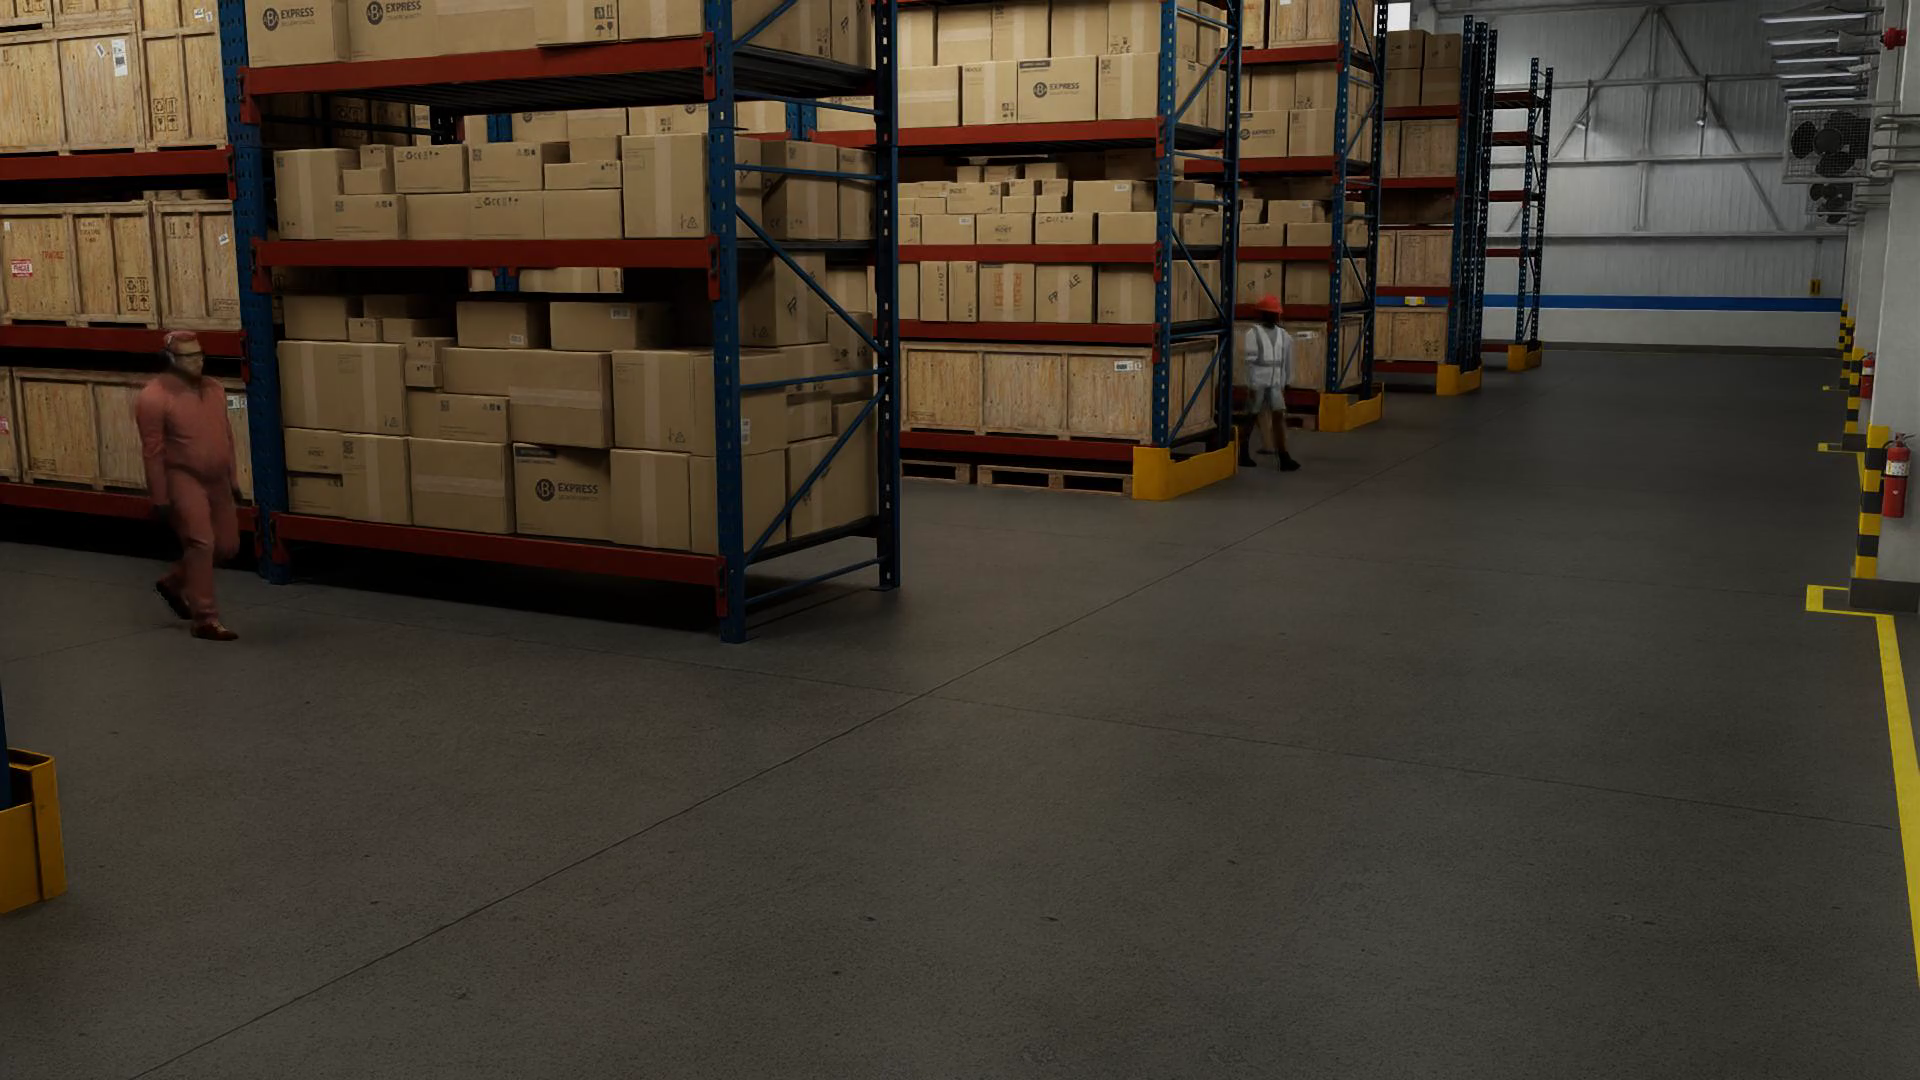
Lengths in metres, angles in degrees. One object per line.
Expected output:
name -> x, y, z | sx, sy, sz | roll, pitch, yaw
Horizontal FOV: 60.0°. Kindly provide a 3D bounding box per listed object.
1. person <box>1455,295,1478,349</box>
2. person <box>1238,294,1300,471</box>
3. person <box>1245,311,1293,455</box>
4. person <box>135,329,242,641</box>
person -> 9.581, -3.928, 31.595 | 0.526, 1.623, 0.535 | 0, 10, -2
person -> 3.307, -1.687, 17.901 | 0.560, 1.888, 0.917 | -5, 11, -26
person -> 3.548, -1.836, 19.197 | 0.568, 1.736, 0.365 | -5, 11, -26
person -> -4.664, -0.334, 10.060 | 0.591, 1.883, 0.651 | 3, 10, 17
